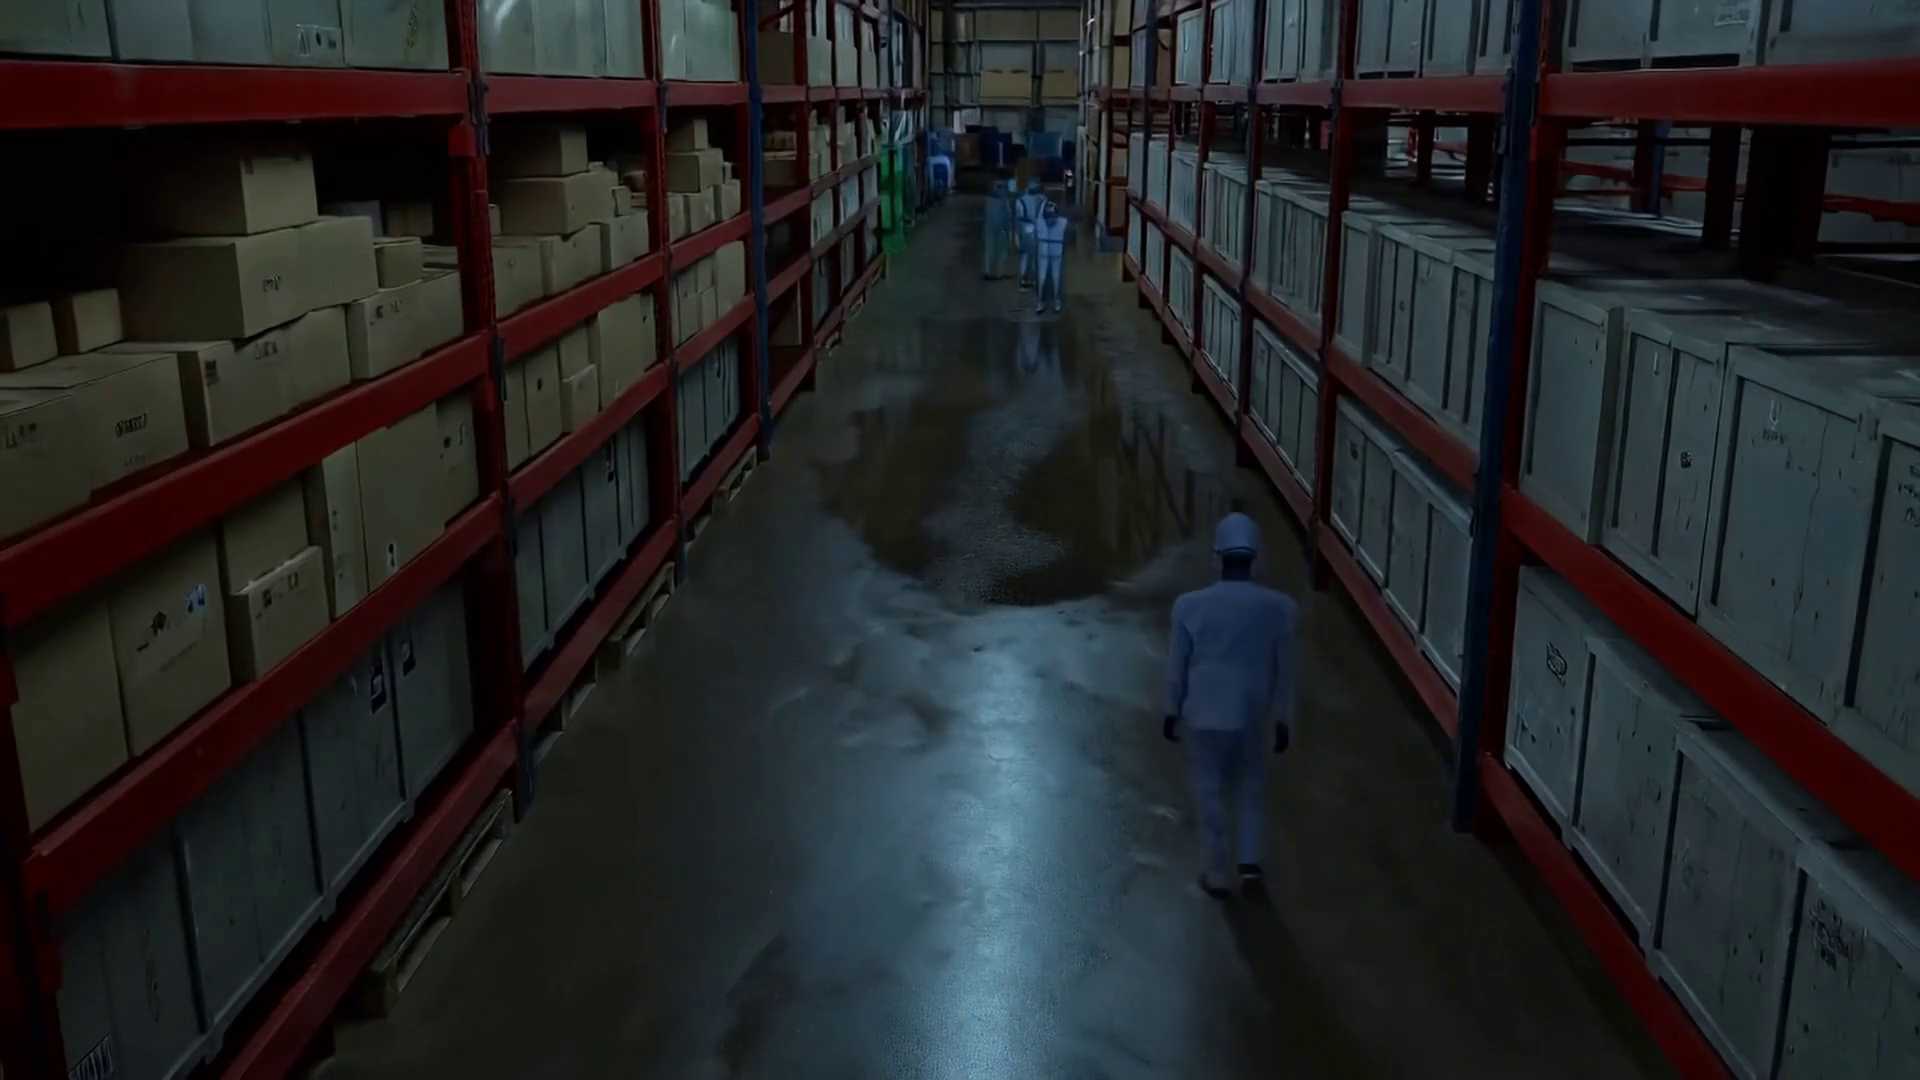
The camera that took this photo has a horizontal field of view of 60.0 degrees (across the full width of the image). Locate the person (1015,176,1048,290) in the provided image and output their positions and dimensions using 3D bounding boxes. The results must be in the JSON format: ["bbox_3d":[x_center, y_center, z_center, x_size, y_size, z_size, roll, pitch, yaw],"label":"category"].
[{"bbox_3d":[1.300,-5.514,29.910,0.606,2.037,0.382,-3,15,-11],"label":"person"}]

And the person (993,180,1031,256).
[{"bbox_3d":[1.086,-7.002,36.177,0.887,1.649,0.543,0,15,-1],"label":"person"}]

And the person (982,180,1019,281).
[{"bbox_3d":[0.767,-5.796,31.238,0.824,1.878,0.680,8,17,26],"label":"person"}]

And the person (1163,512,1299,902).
[{"bbox_3d":[1.164,0.730,7.248,0.566,1.736,0.385,-1,15,-5],"label":"person"}]

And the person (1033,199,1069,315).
[{"bbox_3d":[1.453,-4.515,26.563,0.566,1.841,0.390,4,15,14],"label":"person"}]

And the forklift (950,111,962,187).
[{"bbox_3d":[-0.125,-14.565,61.982,1.873,2.768,1.129,0,15,2],"label":"forklift"}]

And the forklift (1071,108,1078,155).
[{"bbox_3d":[5.585,-18.477,76.538,1.129,2.768,1.873,-7,17,-24],"label":"forklift"}]

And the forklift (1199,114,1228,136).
[{"bbox_3d":[8.014,-12.148,52.992,1.129,2.768,1.873,0,15,2],"label":"forklift"}]

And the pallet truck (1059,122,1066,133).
[{"bbox_3d":[5.788,-21.111,88.014,1.885,1.965,0.823,5,16,18],"label":"pallet truck"}]
